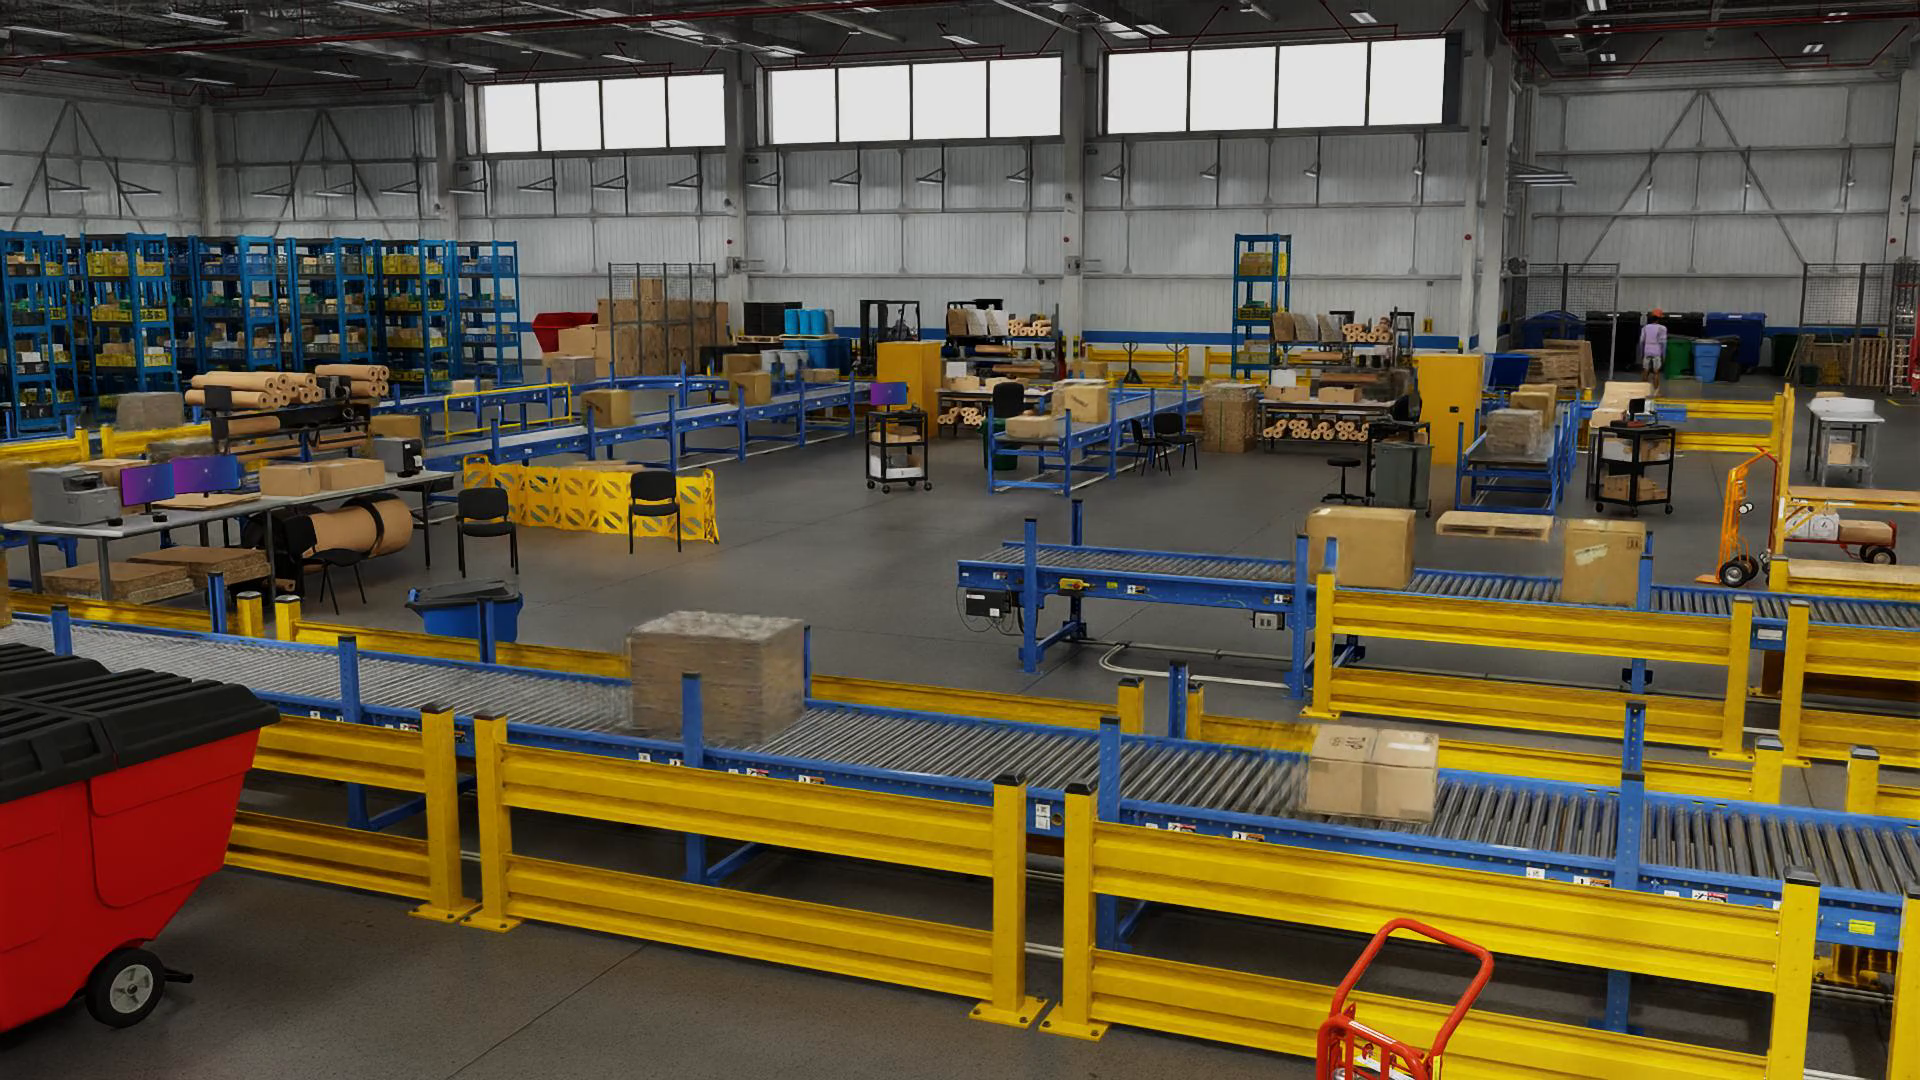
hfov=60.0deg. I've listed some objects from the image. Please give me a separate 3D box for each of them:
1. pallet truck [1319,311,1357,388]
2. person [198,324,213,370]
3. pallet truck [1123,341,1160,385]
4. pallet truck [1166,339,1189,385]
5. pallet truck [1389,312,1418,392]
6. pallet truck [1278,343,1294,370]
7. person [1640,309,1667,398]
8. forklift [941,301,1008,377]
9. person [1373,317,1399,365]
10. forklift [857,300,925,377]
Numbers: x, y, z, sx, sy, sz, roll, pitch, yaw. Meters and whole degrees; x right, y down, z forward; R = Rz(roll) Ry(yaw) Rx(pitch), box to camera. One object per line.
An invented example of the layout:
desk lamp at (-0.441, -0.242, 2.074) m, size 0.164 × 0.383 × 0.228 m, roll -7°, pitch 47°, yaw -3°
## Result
pallet truck at (9.071, -4.419, 39.190) m, size 0.823 × 1.965 × 1.885 m, roll 5°, pitch 10°, yaw 26°
person at (-17.797, -4.316, 39.160) m, size 0.512 × 1.814 × 0.683 m, roll 4°, pitch 10°, yaw 22°
pallet truck at (4.445, -4.380, 41.279) m, size 0.680 × 1.201 × 1.601 m, roll 4°, pitch 10°, yaw 22°
pallet truck at (5.418, -4.269, 40.420) m, size 0.704 × 1.261 × 1.522 m, roll 3°, pitch 10°, yaw 20°
pallet truck at (10.207, -4.283, 38.369) m, size 0.823 × 1.965 × 1.885 m, roll 3°, pitch 10°, yaw 20°
pallet truck at (7.886, -4.163, 39.743) m, size 0.653 × 1.274 × 1.630 m, roll 4°, pitch 10°, yaw 22°
person at (15.973, -4.292, 38.286) m, size 0.397 × 2.043 × 0.609 m, roll -7°, pitch 12°, yaw -38°
forklift at (0.365, -4.966, 41.571) m, size 1.157 × 1.987 × 2.680 m, roll 3°, pitch 10°, yaw 20°
person at (9.308, -3.941, 36.568) m, size 0.404 × 1.911 × 0.636 m, roll -5°, pitch 11°, yaw -28°
forklift at (-1.732, -5.109, 42.468) m, size 1.157 × 1.987 × 2.680 m, roll 4°, pitch 10°, yaw 22°
